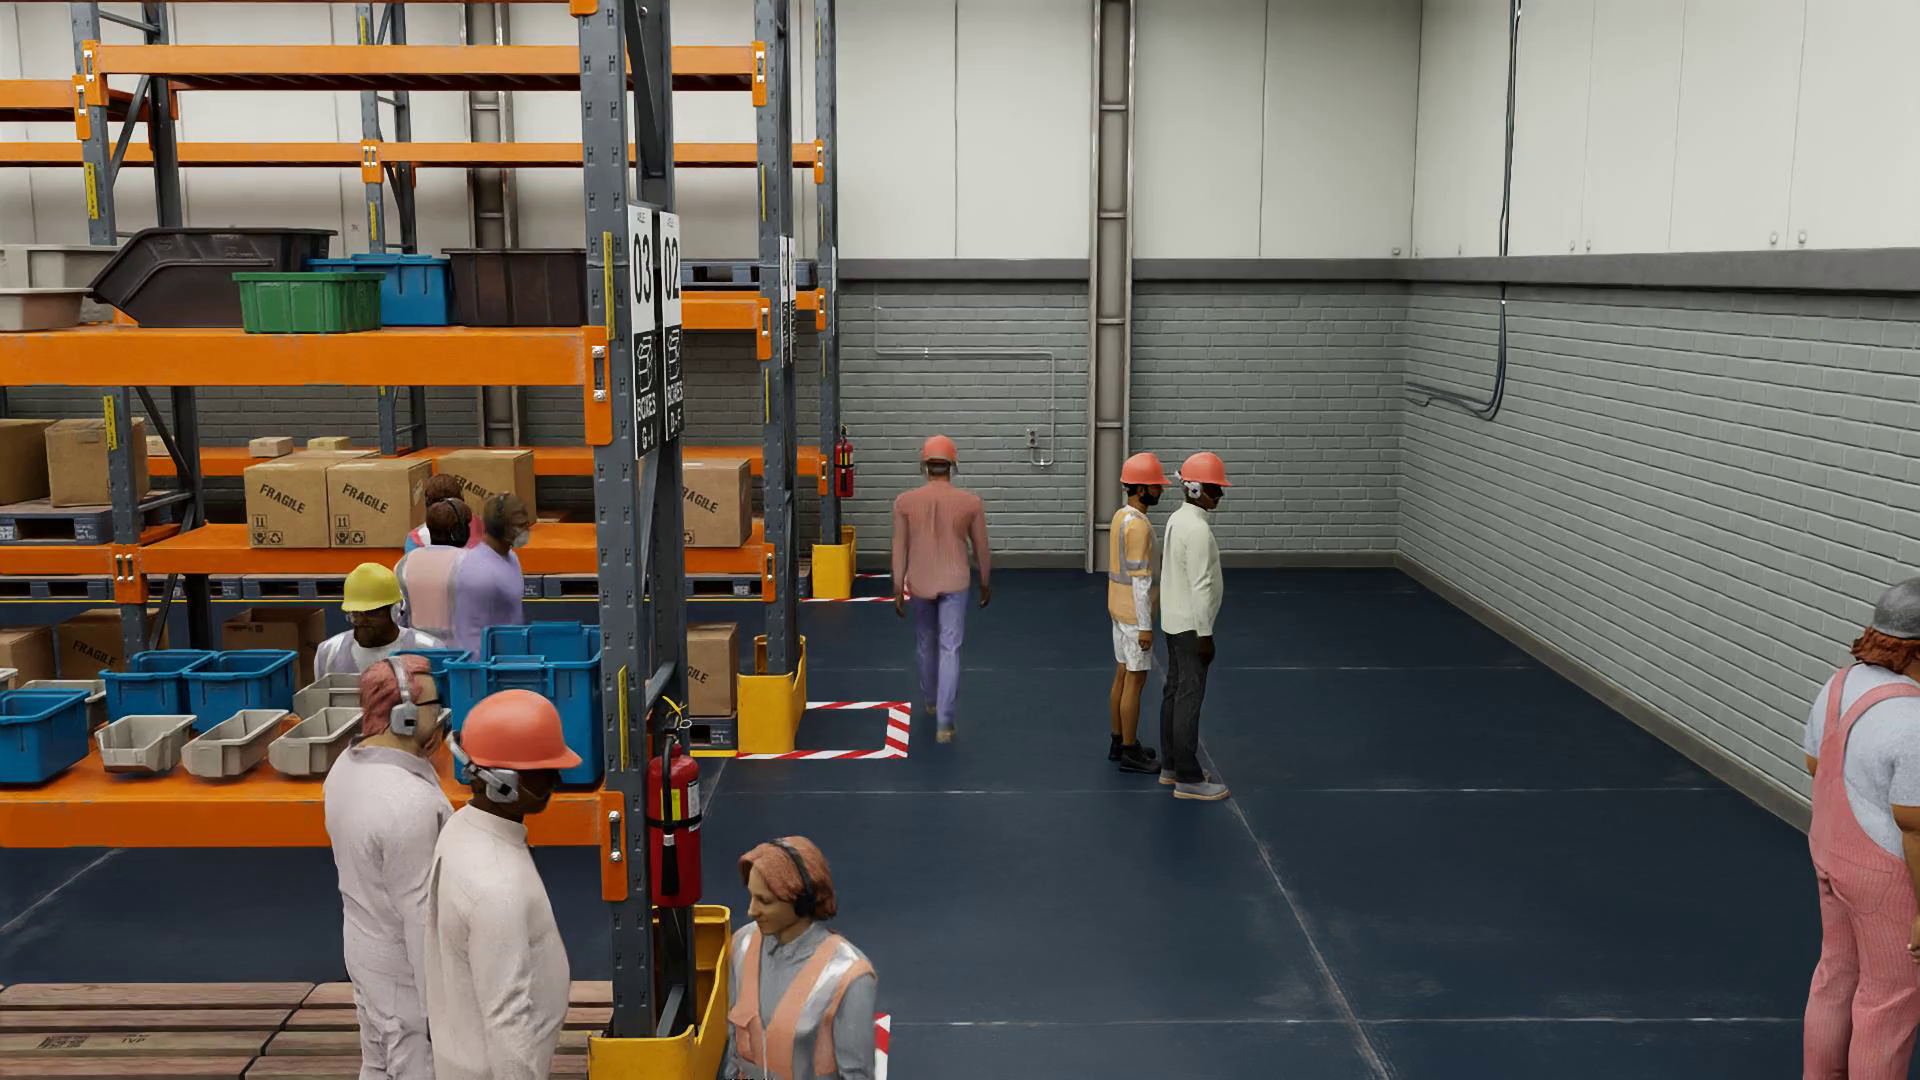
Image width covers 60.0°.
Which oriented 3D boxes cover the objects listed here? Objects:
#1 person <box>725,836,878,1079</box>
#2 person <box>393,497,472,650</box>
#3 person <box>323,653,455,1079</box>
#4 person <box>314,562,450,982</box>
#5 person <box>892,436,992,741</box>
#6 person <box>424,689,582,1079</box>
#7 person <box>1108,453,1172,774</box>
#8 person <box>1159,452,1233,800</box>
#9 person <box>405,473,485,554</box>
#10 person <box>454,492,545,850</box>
[{"bbox_3d":[-0.396,1.539,4.251,0.527,1.627,0.313,8,12,41],"label":"person"},{"bbox_3d":[-2.657,0.692,8.793,0.619,1.845,0.430,4,10,23],"label":"person"},{"bbox_3d":[-1.633,1.280,4.988,0.410,1.909,0.639,-7,12,-37],"label":"person"},{"bbox_3d":[-2.416,0.991,6.986,0.600,1.829,0.404,-1,9,-3],"label":"person"},{"bbox_3d":[-0.108,0.285,10.983,0.633,1.941,0.998,2,9,10],"label":"person"},{"bbox_3d":[-1.163,1.353,4.317,0.404,1.982,0.629,-4,10,-22],"label":"person"},{"bbox_3d":[1.081,0.437,10.059,0.361,1.938,0.546,-1,9,-7],"label":"person"},{"bbox_3d":[1.350,0.486,9.598,0.392,1.990,0.612,-1,9,-6],"label":"person"},{"bbox_3d":[-3.007,0.519,9.868,0.430,1.840,0.620,8,12,41],"label":"person"},{"bbox_3d":[-2.435,0.696,8.551,0.499,1.913,0.637,-1,9,-4],"label":"person"}]
